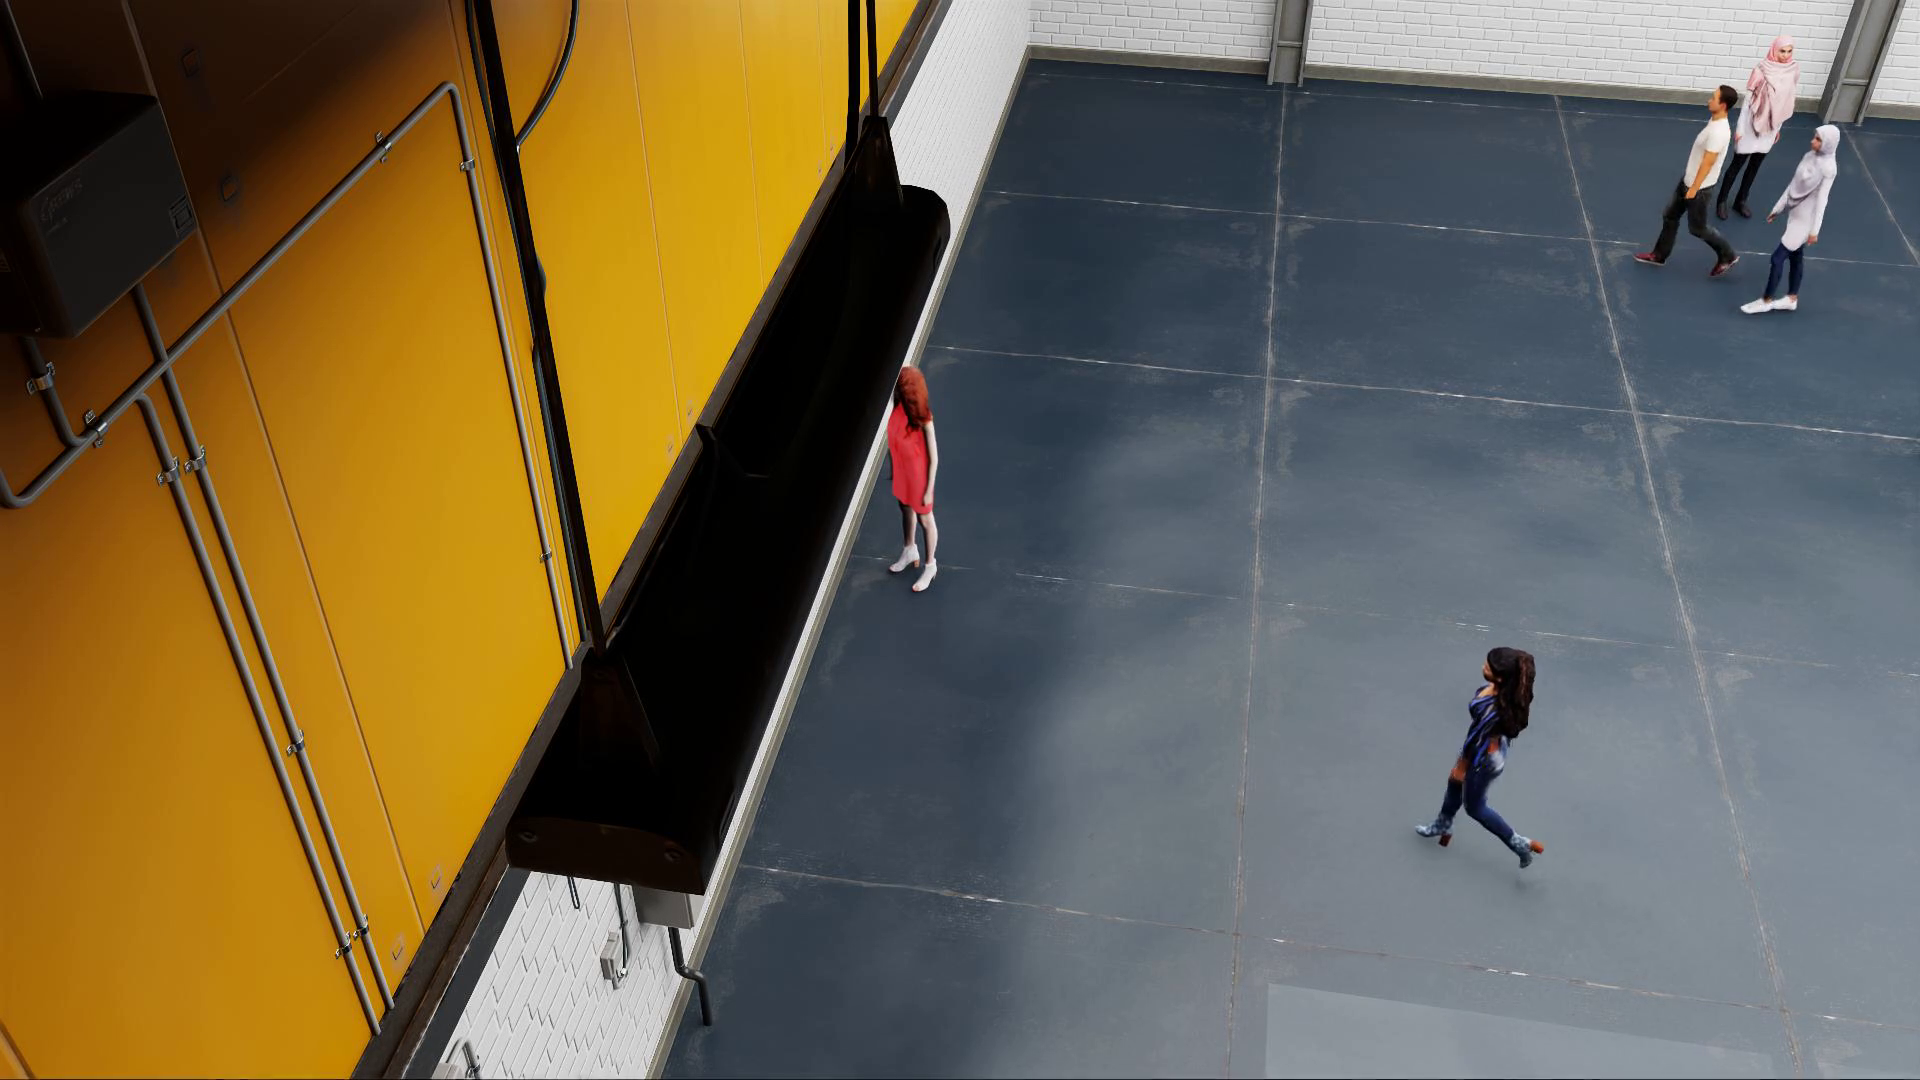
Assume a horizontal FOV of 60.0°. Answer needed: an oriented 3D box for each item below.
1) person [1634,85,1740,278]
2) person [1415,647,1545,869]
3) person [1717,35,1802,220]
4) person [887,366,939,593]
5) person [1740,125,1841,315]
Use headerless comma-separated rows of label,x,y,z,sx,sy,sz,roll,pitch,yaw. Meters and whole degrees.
person,6.774,-3.199,15.019,1.094,1.777,0.675,8,39,10
person,3.071,1.283,9.547,1.045,1.602,0.817,20,43,23
person,7.654,-3.953,15.941,0.631,1.804,0.763,-4,39,-5
person,-0.312,-0.444,11.530,0.719,1.826,0.656,-25,45,-27
person,7.436,-2.778,14.506,0.764,1.759,0.637,4,39,4
